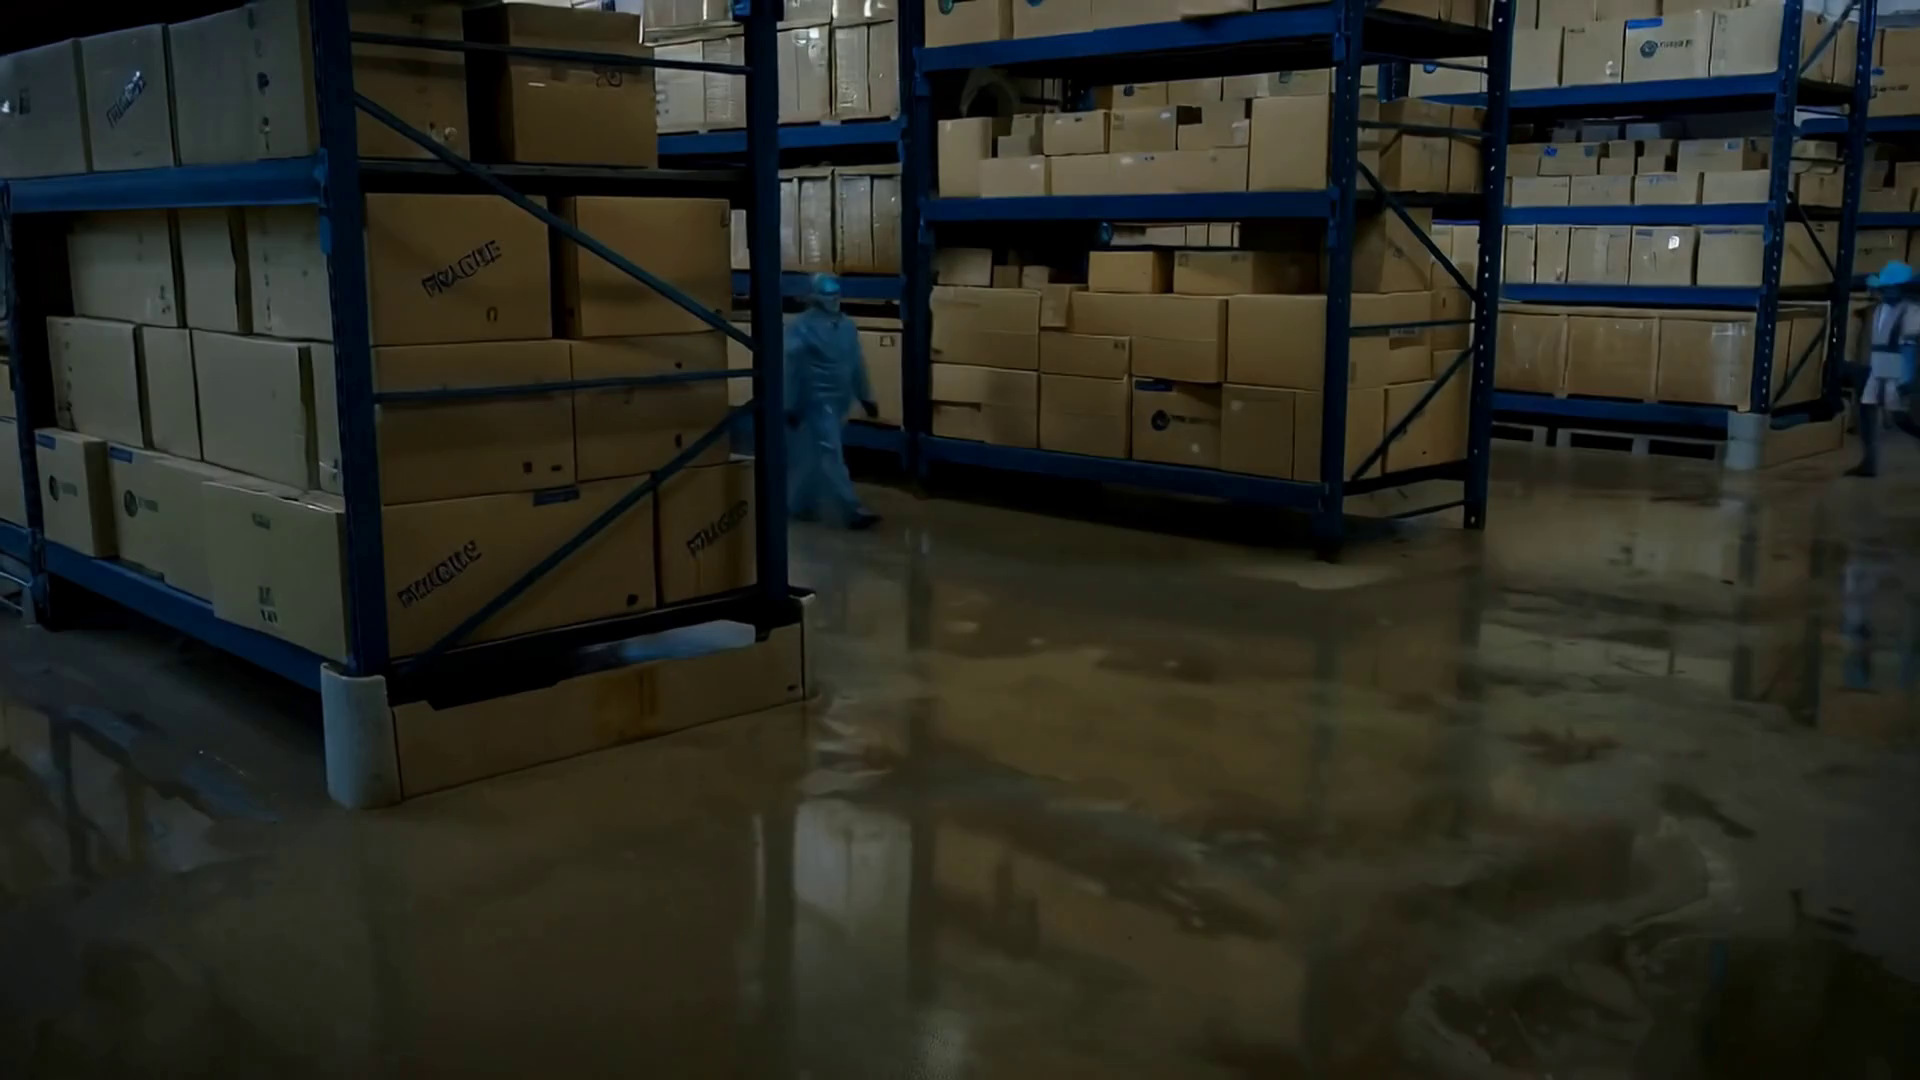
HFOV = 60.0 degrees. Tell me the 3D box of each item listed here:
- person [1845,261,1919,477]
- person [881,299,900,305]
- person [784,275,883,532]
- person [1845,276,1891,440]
[{"bbox_3d":[8.265,-1.488,14.633,0.746,1.916,0.542,-2,11,-9],"label":"person"},{"bbox_3d":[-0.702,-2.532,20.646,0.952,1.776,0.613,10,14,44],"label":"person"},{"bbox_3d":[-0.930,-0.999,12.142,1.041,1.842,0.639,7,13,35],"label":"person"},{"bbox_3d":[9.636,-1.923,17.546,0.554,1.712,0.908,1,10,8],"label":"person"}]
